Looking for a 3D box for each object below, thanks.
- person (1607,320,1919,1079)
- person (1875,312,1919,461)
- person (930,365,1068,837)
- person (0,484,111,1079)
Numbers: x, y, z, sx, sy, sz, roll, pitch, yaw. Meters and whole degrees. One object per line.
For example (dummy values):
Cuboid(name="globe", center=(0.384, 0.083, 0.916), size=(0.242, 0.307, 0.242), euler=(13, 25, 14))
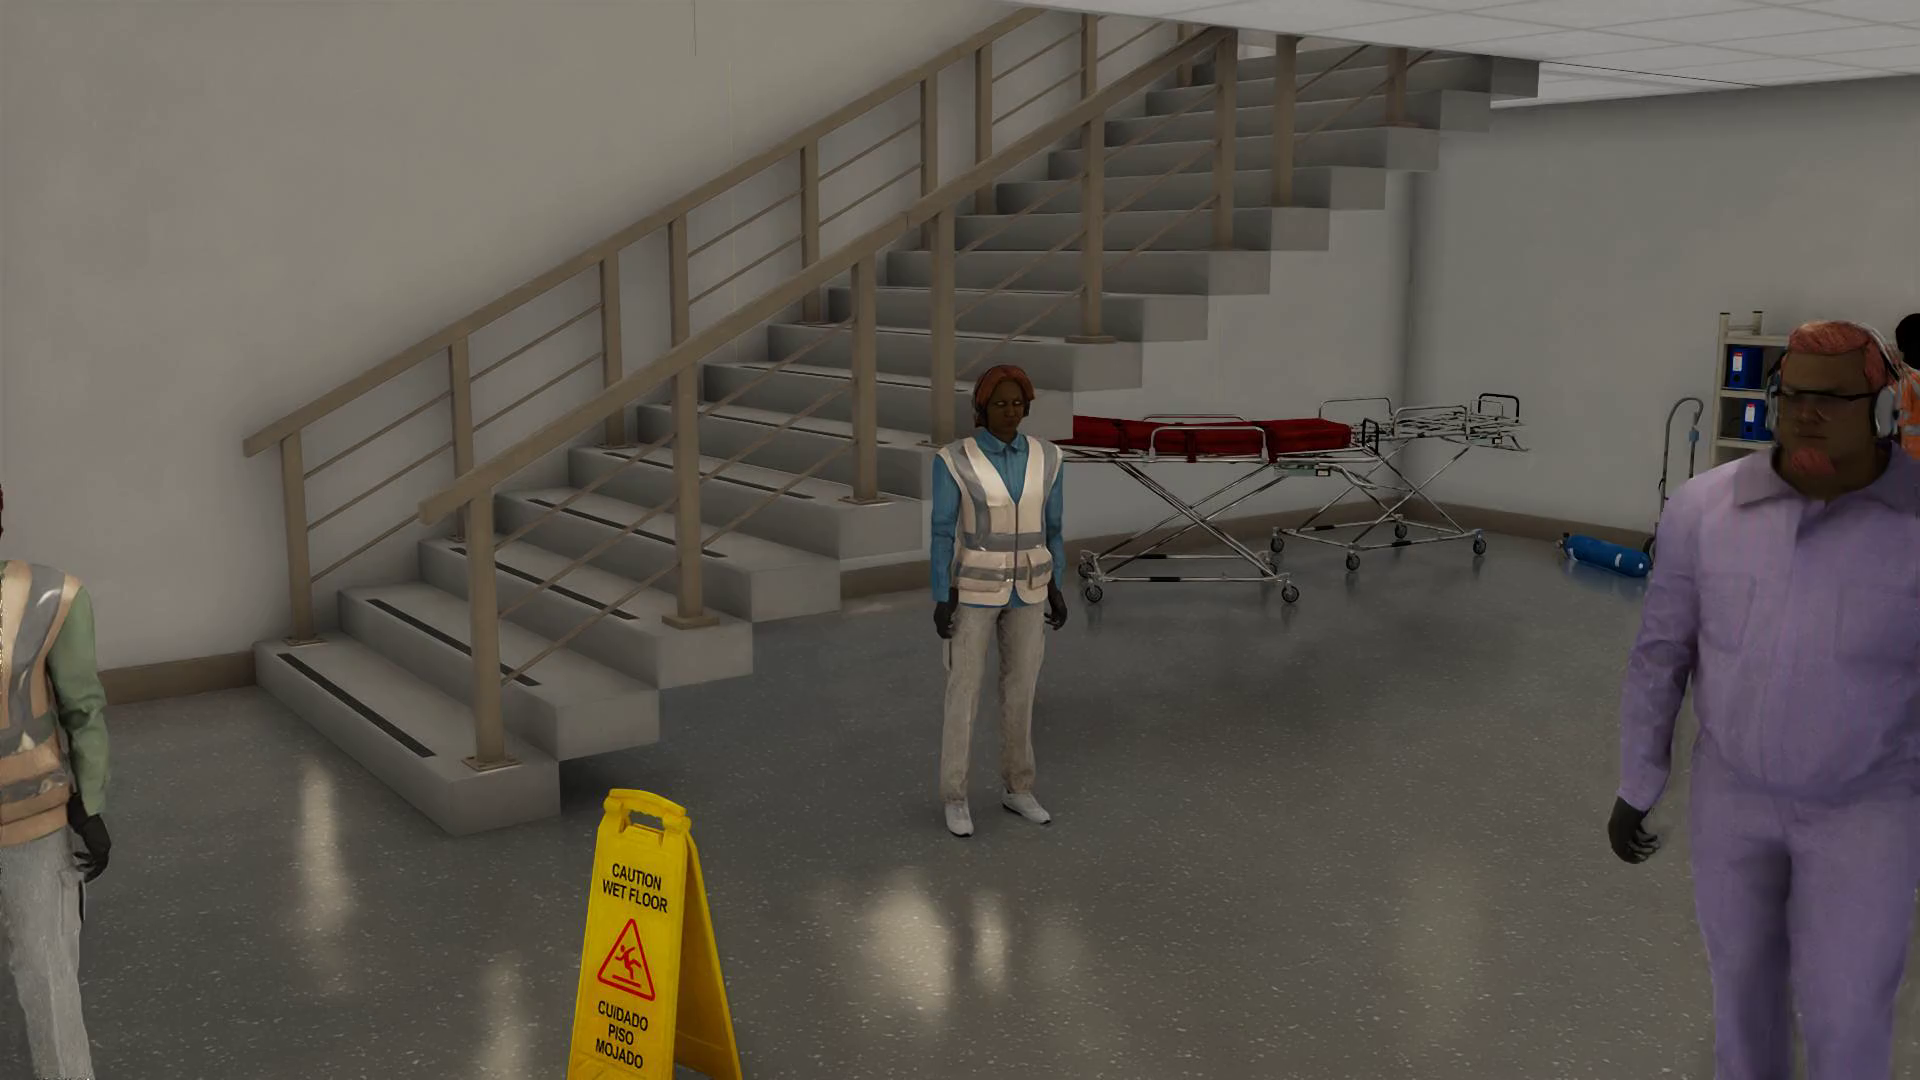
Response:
Cuboid(name="person", center=(1.648, 0.520, 3.299), size=(0.663, 1.892, 0.577), euler=(9, 13, 42))
Cuboid(name="person", center=(5.203, -0.406, 9.170), size=(0.318, 1.697, 0.533), euler=(9, 13, 41))
Cuboid(name="person", center=(0.135, 0.207, 5.805), size=(0.522, 1.638, 0.311), euler=(-5, 11, -24))
Cuboid(name="person", center=(-2.051, 0.611, 3.478), size=(0.515, 1.640, 0.315), euler=(-4, 11, -22))
